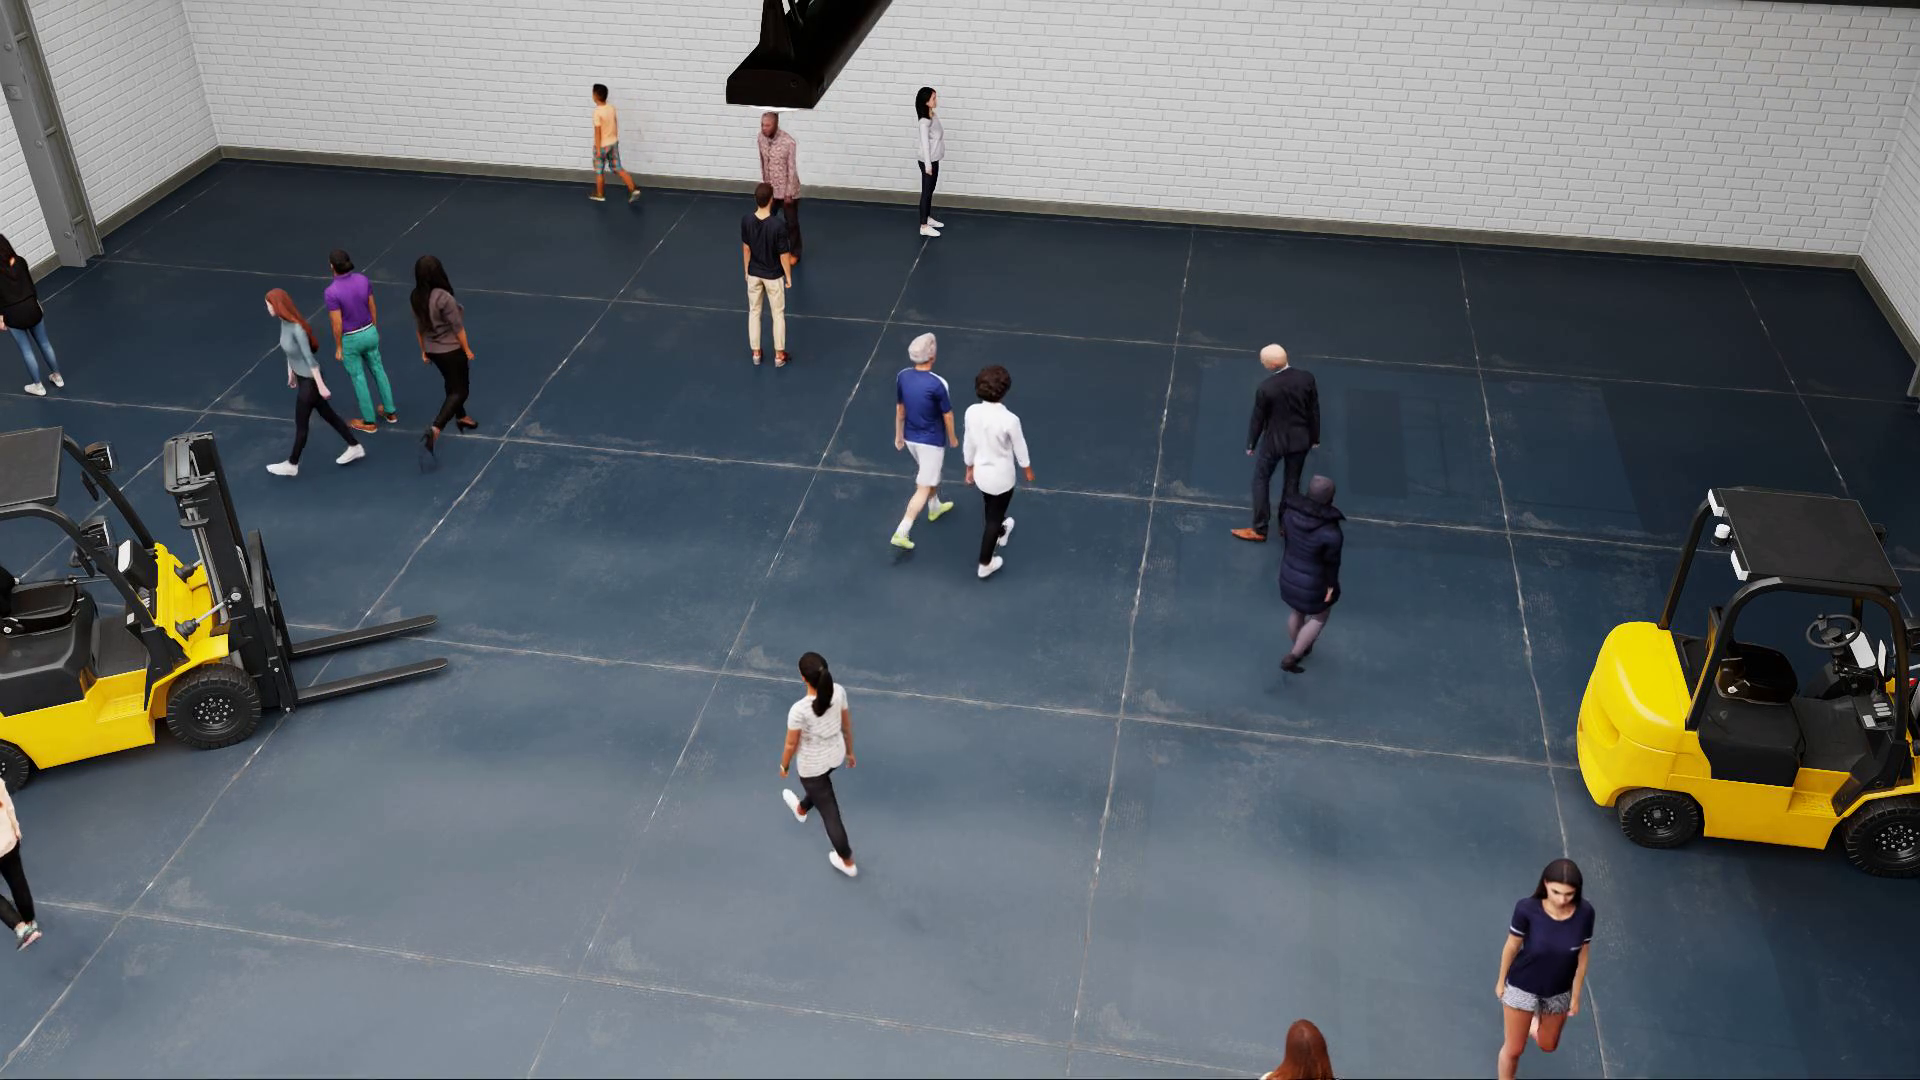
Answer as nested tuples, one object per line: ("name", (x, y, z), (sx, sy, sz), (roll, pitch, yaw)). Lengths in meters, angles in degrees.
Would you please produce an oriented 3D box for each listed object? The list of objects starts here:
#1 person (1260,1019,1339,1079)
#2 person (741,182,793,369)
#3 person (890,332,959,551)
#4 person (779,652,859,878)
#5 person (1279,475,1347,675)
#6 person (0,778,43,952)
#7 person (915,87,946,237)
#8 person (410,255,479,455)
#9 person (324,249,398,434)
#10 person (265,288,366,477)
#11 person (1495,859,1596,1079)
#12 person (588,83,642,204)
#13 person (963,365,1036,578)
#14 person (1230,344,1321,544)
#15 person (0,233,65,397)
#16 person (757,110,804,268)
("person", (1.592, 2.939, 7.970), (0.578, 1.725, 0.503), (6, 34, 8))
("person", (-1.890, -2.563, 16.133), (0.635, 1.851, 0.533), (7, 34, 10))
("person", (-0.329, -0.760, 13.468), (1.007, 1.800, 1.264), (24, 40, 31))
("person", (-0.809, 1.433, 10.344), (1.062, 1.603, 1.037), (-28, 42, -35))
("person", (2.491, 0.277, 12.024), (0.869, 1.670, 0.939), (29, 43, 36))
("person", (-5.696, 1.852, 9.828), (0.760, 1.478, 0.715), (21, 39, 28))
("person", (-0.358, -4.320, 18.912), (0.669, 1.701, 0.485), (5, 34, 7))
("person", (-4.605, -1.597, 14.711), (0.878, 1.816, 1.141), (17, 37, 24))
("person", (-5.461, -1.822, 15.094), (0.778, 1.767, 0.656), (22, 39, 29))
("person", (-5.597, -1.389, 14.517), (1.129, 1.685, 1.092), (-22, 39, -29))
("person", (3.080, 2.325, 8.871), (0.630, 1.750, 0.898), (3, 34, 5))
("person", (-4.124, -4.657, 19.655), (0.831, 1.440, 0.947), (20, 39, 28))
("person", (0.242, -0.505, 13.099), (0.875, 1.782, 1.055), (19, 38, 26))
("person", (2.686, -0.791, 13.549), (0.890, 1.761, 0.710), (5, 34, 8))
("person", (-8.875, -2.161, 15.716), (0.695, 1.644, 0.578), (20, 39, 28))
("person", (-1.879, -3.869, 18.158), (0.778, 1.784, 0.778), (17, 37, 23))
